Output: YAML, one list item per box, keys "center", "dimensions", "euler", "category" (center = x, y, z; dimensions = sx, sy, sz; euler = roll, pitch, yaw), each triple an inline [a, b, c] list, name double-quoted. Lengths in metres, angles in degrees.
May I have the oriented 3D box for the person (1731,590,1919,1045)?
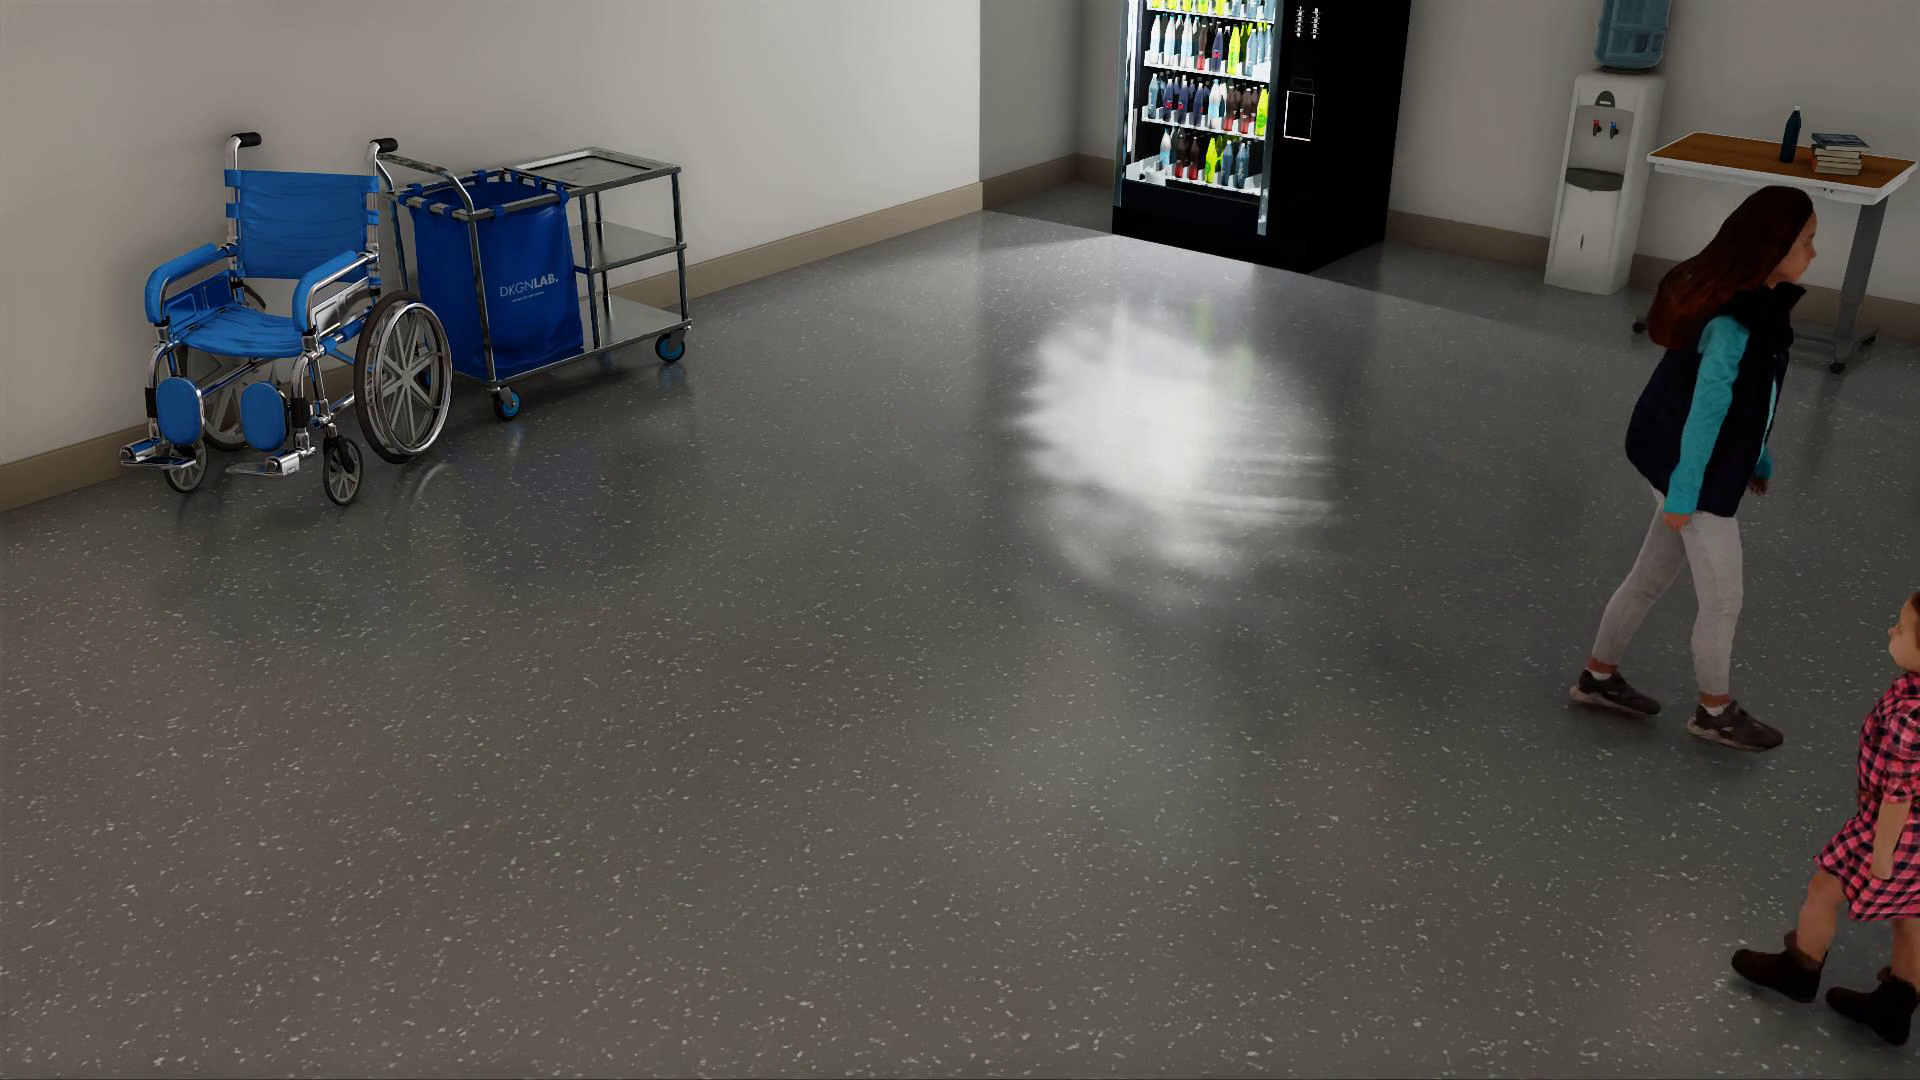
- center: [1.919, 0.577, 3.301]
  dimensions: [0.512, 1.009, 0.621]
  euler: [-16, 30, -29]
  category: "person"

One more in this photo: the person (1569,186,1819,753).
- center: [1.857, -0.190, 4.346]
  dimensions: [0.827, 1.481, 0.670]
  euler: [12, 28, 24]
  category: "person"
